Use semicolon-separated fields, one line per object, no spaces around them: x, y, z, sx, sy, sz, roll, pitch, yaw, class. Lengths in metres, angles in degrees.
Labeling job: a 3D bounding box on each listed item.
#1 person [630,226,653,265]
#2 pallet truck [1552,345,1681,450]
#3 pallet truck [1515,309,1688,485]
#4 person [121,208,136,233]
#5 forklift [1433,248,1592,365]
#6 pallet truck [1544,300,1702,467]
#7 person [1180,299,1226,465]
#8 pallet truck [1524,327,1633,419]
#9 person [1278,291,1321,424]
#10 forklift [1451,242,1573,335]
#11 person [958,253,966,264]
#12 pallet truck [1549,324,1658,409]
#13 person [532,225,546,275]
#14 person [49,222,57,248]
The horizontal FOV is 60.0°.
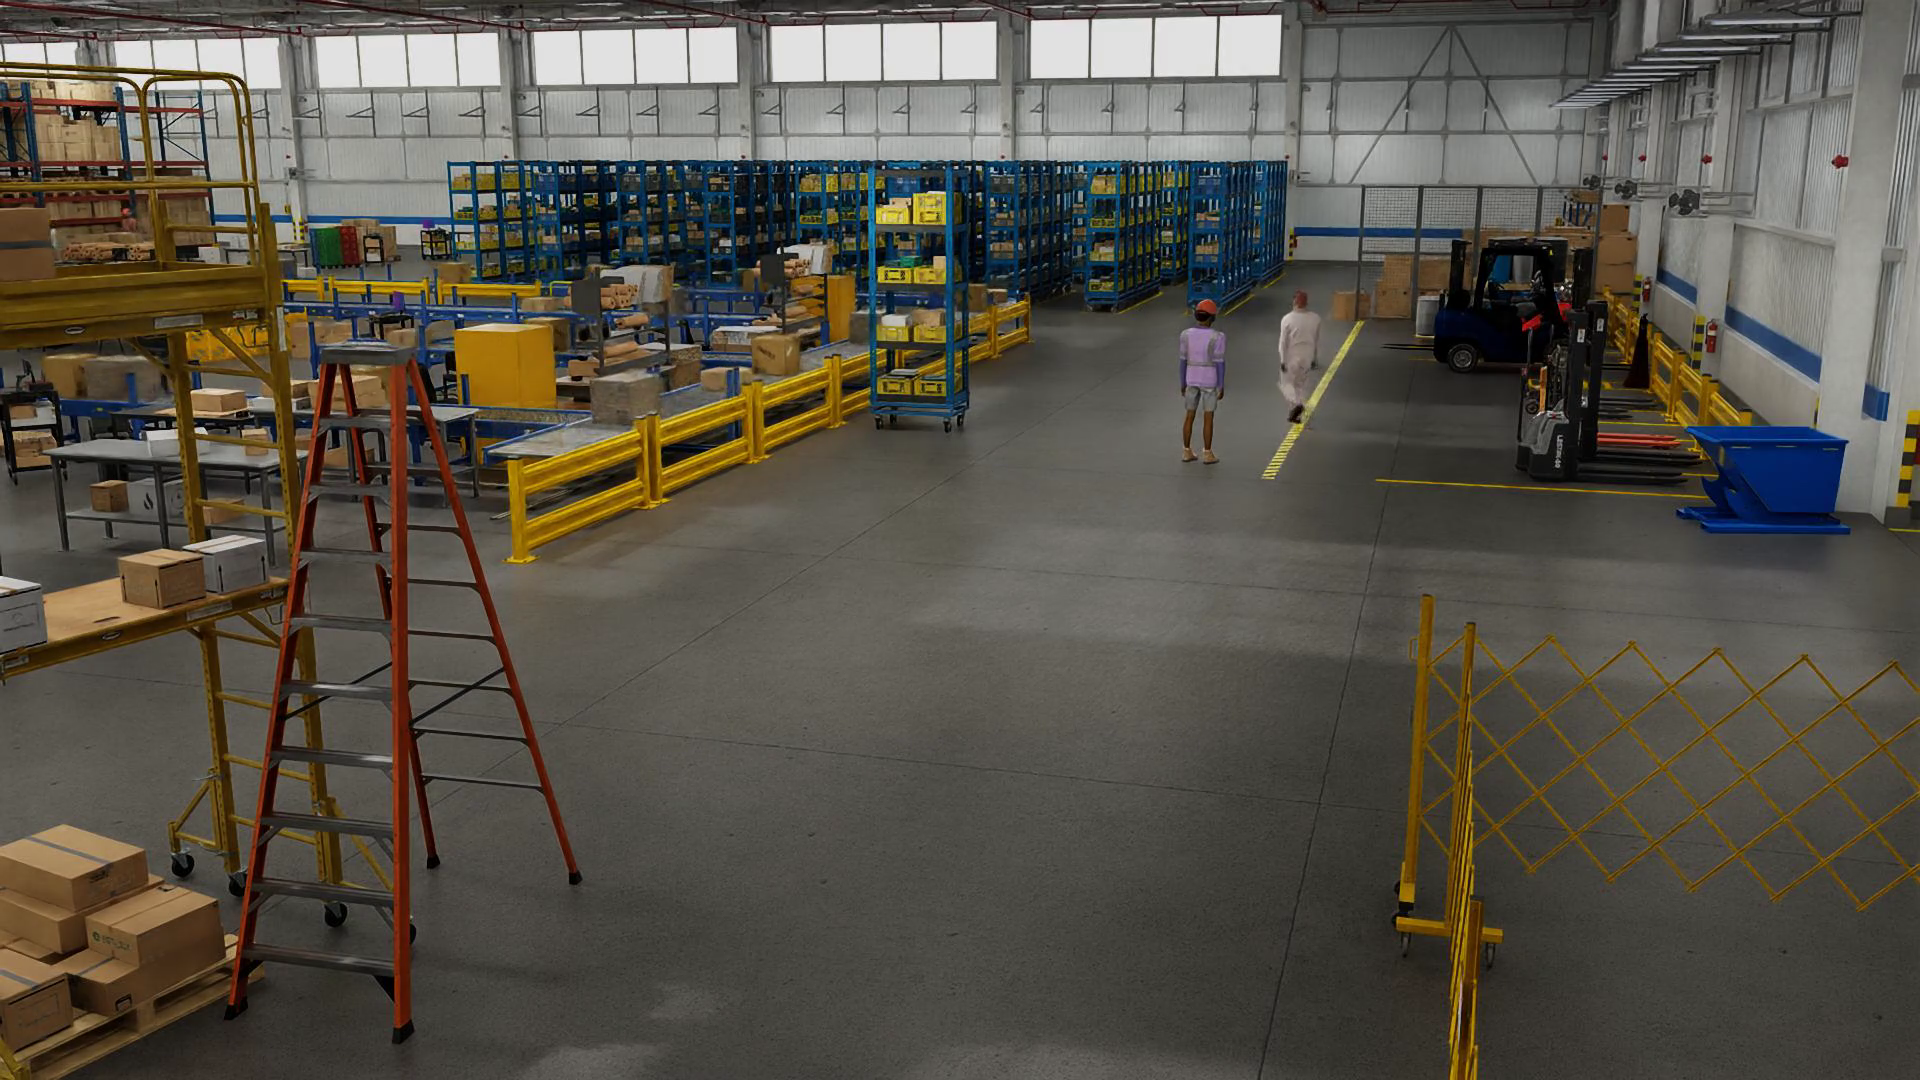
-8.903;-7.900;46.478;0.628;1.930;0.551;3;13;12;person
8.641;-1.896;21.908;1.630;1.274;0.653;4;14;16;pallet truck
7.554;-1.677;19.446;1.885;1.965;0.823;3;13;14;pallet truck
-28.564;-10.377;57.093;0.617;1.970;0.747;3;13;13;person
9.780;-4.111;29.280;2.680;1.987;1.157;3;13;14;forklift
8.263;-1.952;20.631;1.885;1.965;0.823;5;14;20;pallet truck
3.004;-1.954;20.568;0.608;2.034;0.405;9;16;33;person
9.065;-2.460;24.370;1.522;1.261;0.704;3;13;14;pallet truck
4.791;-2.573;23.546;0.648;1.892;0.480;-4;14;-17;person
10.464;-4.597;31.405;2.680;1.987;1.157;4;14;16;forklift
0.016;-8.381;48.775;0.717;1.827;0.573;6;14;24;person
9.824;-2.669;25.407;1.601;1.201;0.680;4;14;16;pallet truck
-13.096;-9.062;51.787;0.905;1.784;0.627;3;13;13;person
-29.500;-9.505;53.865;0.542;1.721;0.890;3;13;15;person
